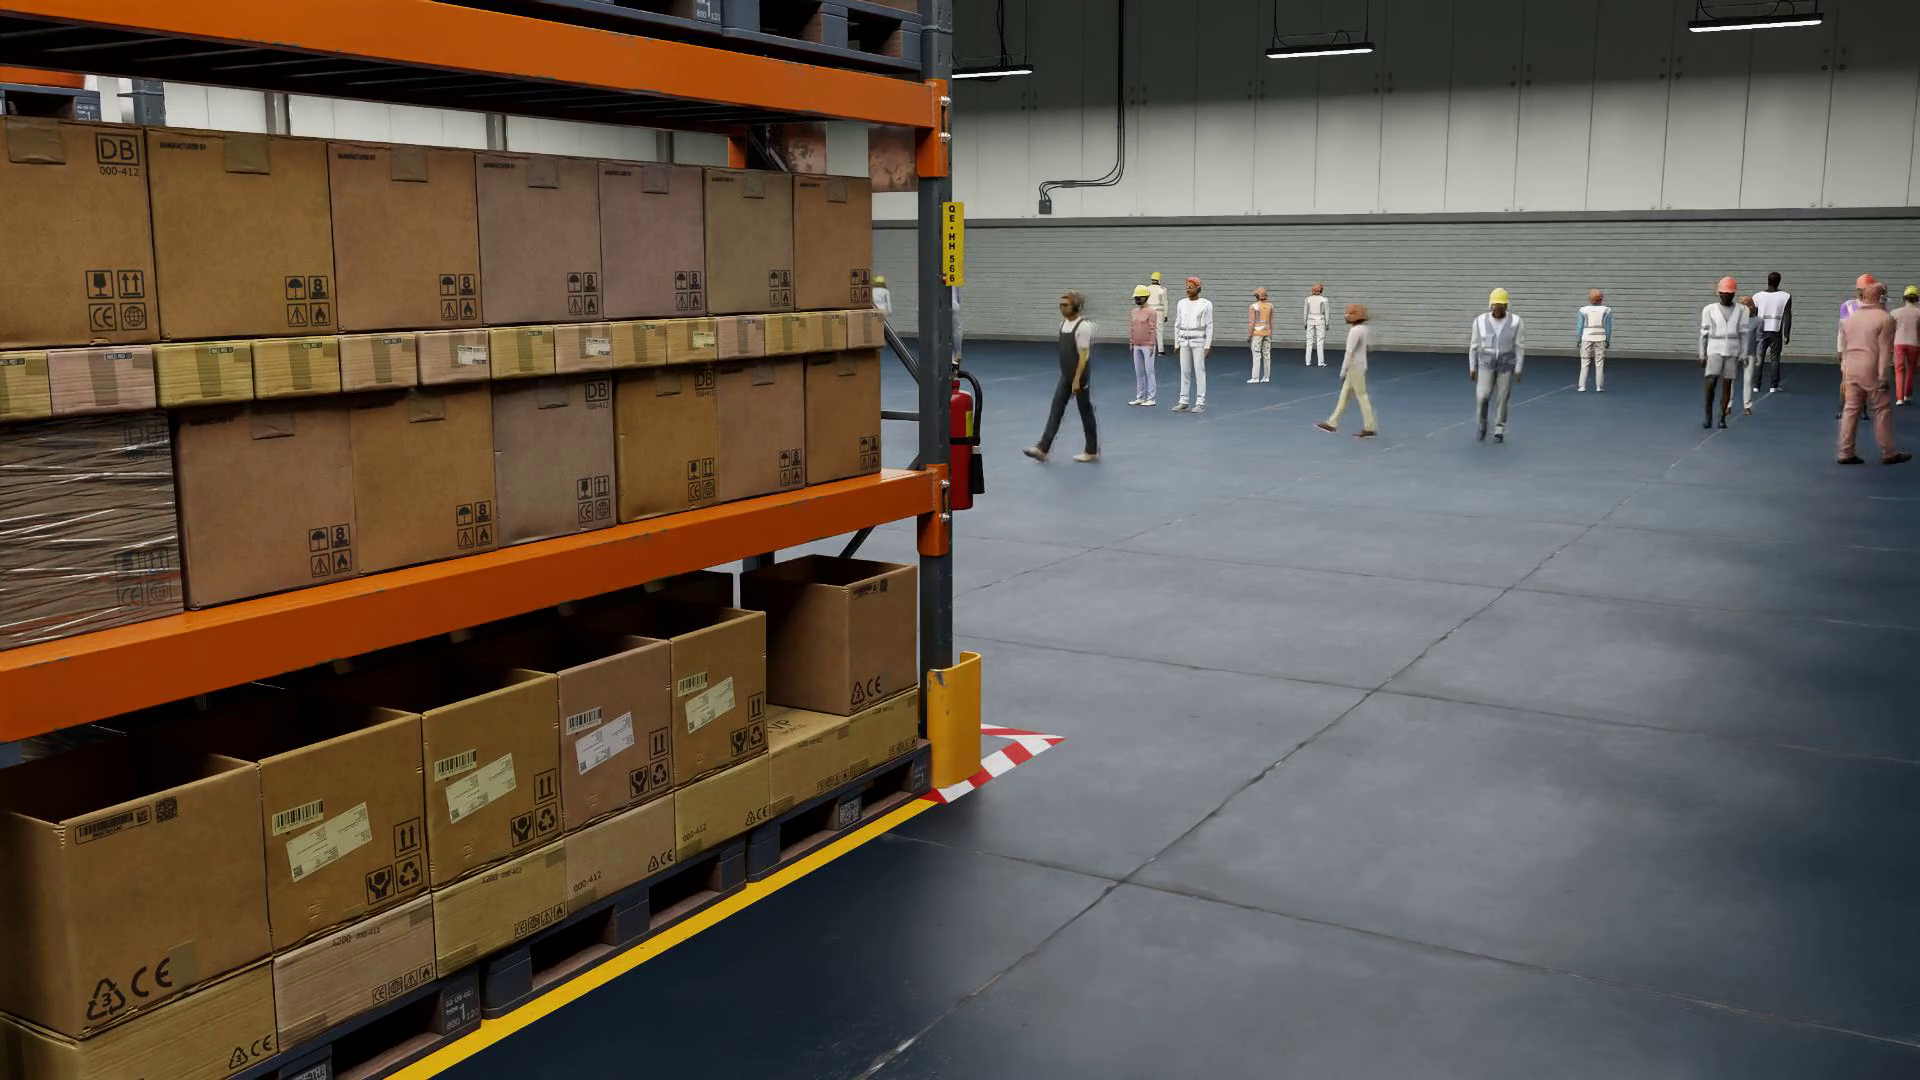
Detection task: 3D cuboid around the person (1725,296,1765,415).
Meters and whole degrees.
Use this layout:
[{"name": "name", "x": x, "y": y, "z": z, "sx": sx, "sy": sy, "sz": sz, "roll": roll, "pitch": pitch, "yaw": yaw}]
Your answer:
[{"name": "person", "x": 10.746, "y": -2.529, "z": 22.840, "sx": 0.498, "sy": 1.632, "sz": 0.280, "roll": 5, "pitch": 11, "yaw": 26}]

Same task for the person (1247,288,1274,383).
[{"name": "person", "x": 5.149, "y": -3.496, "z": 28.491, "sx": 0.512, "sy": 1.638, "sz": 0.307, "roll": -6, "pitch": 11, "yaw": -30}]

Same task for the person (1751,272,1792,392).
[{"name": "person", "x": 12.998, "y": -3.329, "z": 26.682, "sx": 0.597, "sy": 1.920, "sz": 0.379, "roll": 7, "pitch": 12, "yaw": 37}]

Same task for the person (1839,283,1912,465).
[{"name": "person", "x": 9.589, "y": -1.726, "z": 17.382, "sx": 0.767, "sy": 1.881, "sz": 0.678, "roll": -3, "pitch": 10, "yaw": -17}]

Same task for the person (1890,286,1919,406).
[{"name": "person", "x": 13.865, "y": -2.843, "z": 24.385, "sx": 0.551, "sy": 1.717, "sz": 0.882, "roll": 4, "pitch": 11, "yaw": 24}]

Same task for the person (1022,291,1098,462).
[{"name": "person", "x": 1.095, "y": -1.690, "z": 17.423, "sx": 0.924, "sy": 1.801, "sz": 0.542, "roll": -6, "pitch": 11, "yaw": -31}]

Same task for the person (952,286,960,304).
[{"name": "person", "x": -0.188, "y": -5.729, "z": 40.774, "sx": 0.400, "sy": 1.907, "sz": 0.644, "roll": -3, "pitch": 10, "yaw": -19}]

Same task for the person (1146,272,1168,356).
[{"name": "person", "x": 4.274, "y": -4.943, "z": 36.384, "sx": 0.589, "sy": 1.835, "sz": 0.404, "roll": 4, "pitch": 11, "yaw": 24}]

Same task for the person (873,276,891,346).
[{"name": "person", "x": -1.917, "y": -5.481, "z": 39.926, "sx": 0.500, "sy": 1.699, "sz": 0.901, "roll": 4, "pitch": 10, "yaw": 20}]

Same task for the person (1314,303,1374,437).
[{"name": "person", "x": 4.661, "y": -2.044, "z": 20.071, "sx": 0.801, "sy": 1.592, "sz": 0.523, "roll": 4, "pitch": 11, "yaw": 23}]

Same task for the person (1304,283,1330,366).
[{"name": "person", "x": 7.046, "y": -4.248, "z": 32.885, "sx": 0.523, "sy": 1.639, "sz": 0.306, "roll": 6, "pitch": 11, "yaw": 31}]

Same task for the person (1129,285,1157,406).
[{"name": "person", "x": 2.651, "y": -2.826, "z": 24.217, "sx": 0.346, "sy": 1.756, "sz": 0.518, "roll": -7, "pitch": 12, "yaw": -37}]

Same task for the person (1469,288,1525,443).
[{"name": "person", "x": 6.234, "y": -2.019, "z": 19.333, "sx": 0.608, "sy": 1.812, "sz": 0.497, "roll": 3, "pitch": 10, "yaw": 17}]

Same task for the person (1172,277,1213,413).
[{"name": "person", "x": 3.241, "y": -2.719, "z": 23.220, "sx": 0.584, "sy": 1.882, "sz": 0.349, "roll": 8, "pitch": 12, "yaw": 38}]

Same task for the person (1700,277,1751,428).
[{"name": "person", "x": 9.626, "y": -2.341, "z": 20.925, "sx": 0.565, "sy": 1.915, "sz": 0.624, "roll": 3, "pitch": 10, "yaw": 17}]

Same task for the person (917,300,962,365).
[{"name": "person", "x": -0.246, "y": -2.408, "z": 21.239, "sx": 0.631, "sy": 1.940, "sz": 0.372, "roll": 5, "pitch": 11, "yaw": 29}]

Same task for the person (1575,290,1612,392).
[{"name": "person", "x": 10.137, "y": -3.174, "z": 26.603, "sx": 0.541, "sy": 1.637, "sz": 0.312, "roll": 3, "pitch": 10, "yaw": 15}]

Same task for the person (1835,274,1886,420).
[{"name": "person", "x": 11.990, "y": -2.562, "z": 22.144, "sx": 0.551, "sy": 1.935, "sz": 0.375, "roll": 4, "pitch": 10, "yaw": 21}]
